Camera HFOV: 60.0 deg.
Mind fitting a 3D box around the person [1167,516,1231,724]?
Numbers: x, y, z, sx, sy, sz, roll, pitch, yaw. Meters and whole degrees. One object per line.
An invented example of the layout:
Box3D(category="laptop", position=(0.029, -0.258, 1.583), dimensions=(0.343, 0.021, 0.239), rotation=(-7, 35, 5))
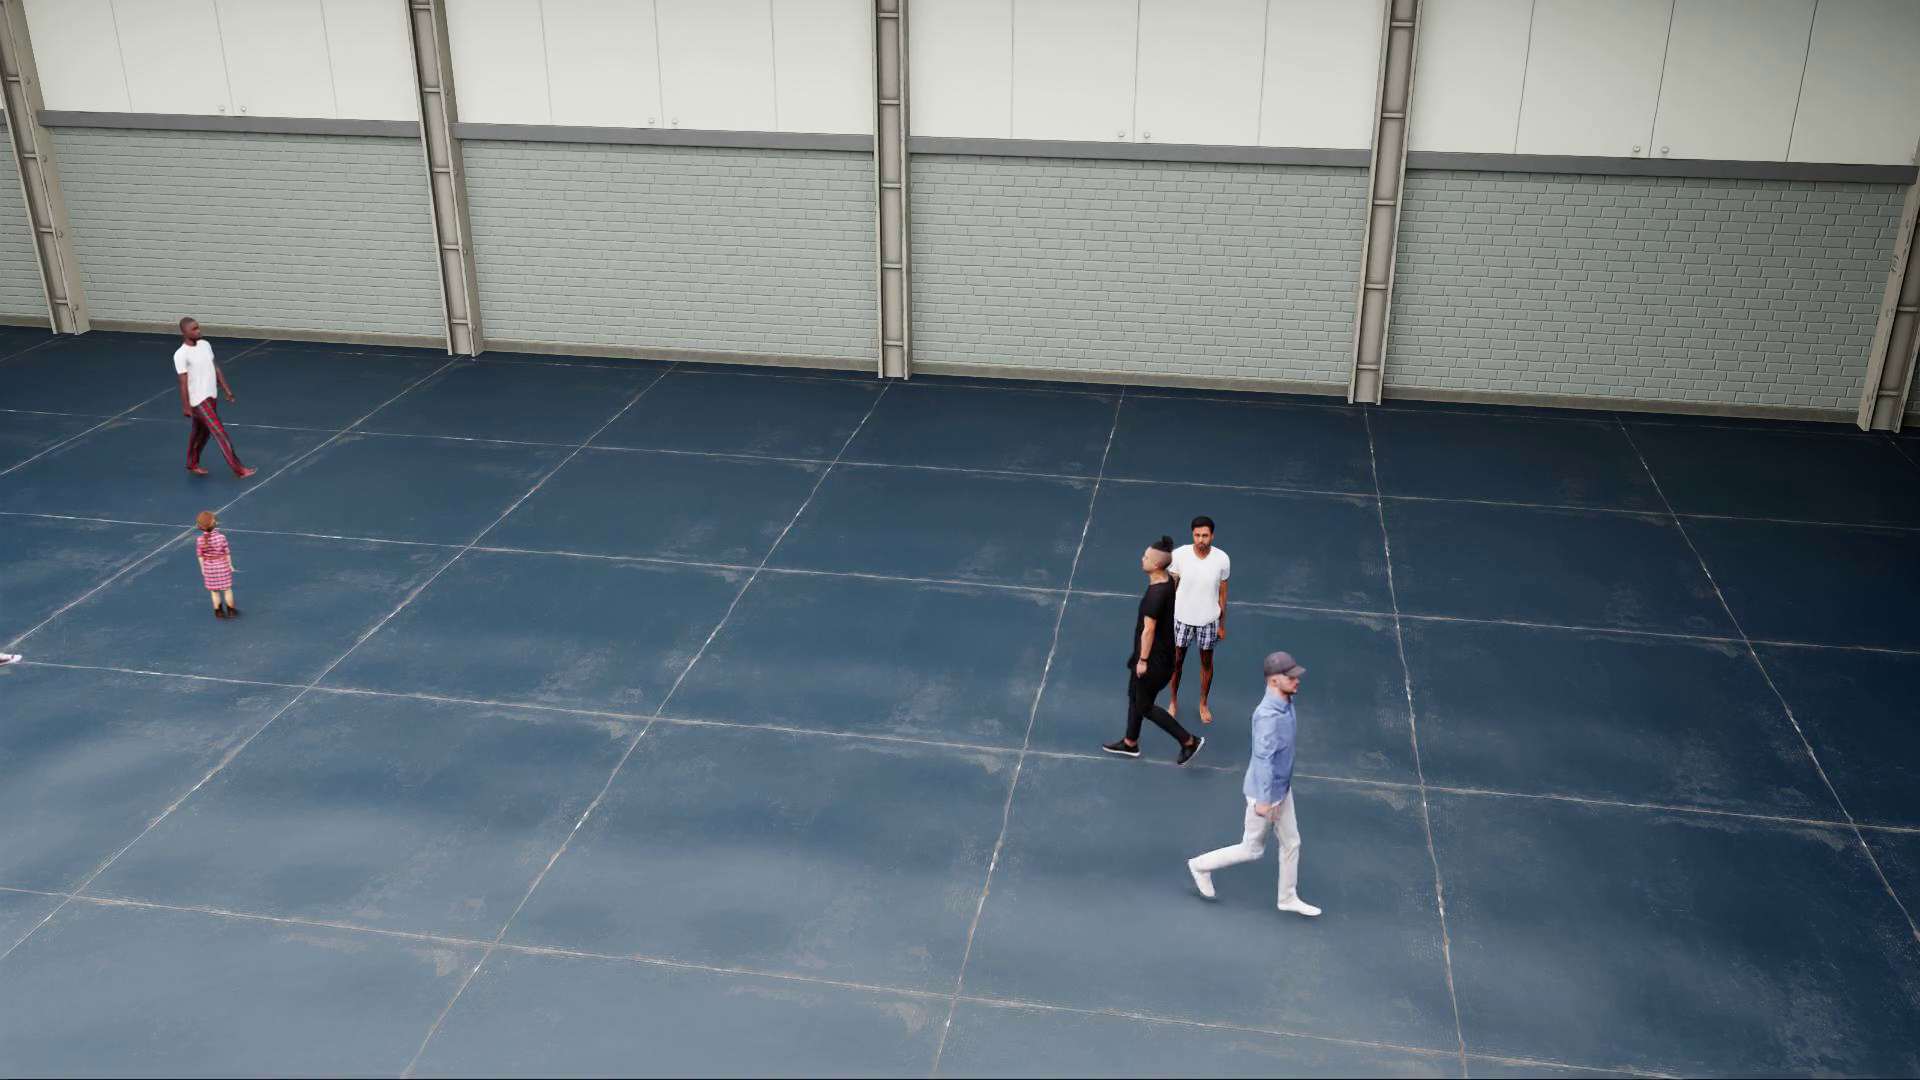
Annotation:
Box3D(category="person", position=(1.861, 0.600, 13.082), dimensions=(0.462, 1.734, 0.690), rotation=(3, 23, 8))

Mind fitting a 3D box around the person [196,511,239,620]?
Box3D(category="person", position=(-6.657, 0.224, 14.877), dimensions=(0.475, 1.021, 0.552), rotation=(-6, 24, -14))

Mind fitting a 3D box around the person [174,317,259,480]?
Box3D(category="person", position=(-8.253, -1.506, 17.973), dimensions=(1.127, 1.781, 0.681), rotation=(3, 23, 7))

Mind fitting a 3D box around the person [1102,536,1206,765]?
Box3D(category="person", position=(1.489, 0.853, 12.343), dimensions=(1.000, 1.846, 0.713), rotation=(5, 24, 12))

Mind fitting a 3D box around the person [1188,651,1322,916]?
Box3D(category="person", position=(1.899, 1.560, 10.666), dimensions=(1.190, 1.859, 0.858), rotation=(11, 26, 25))
